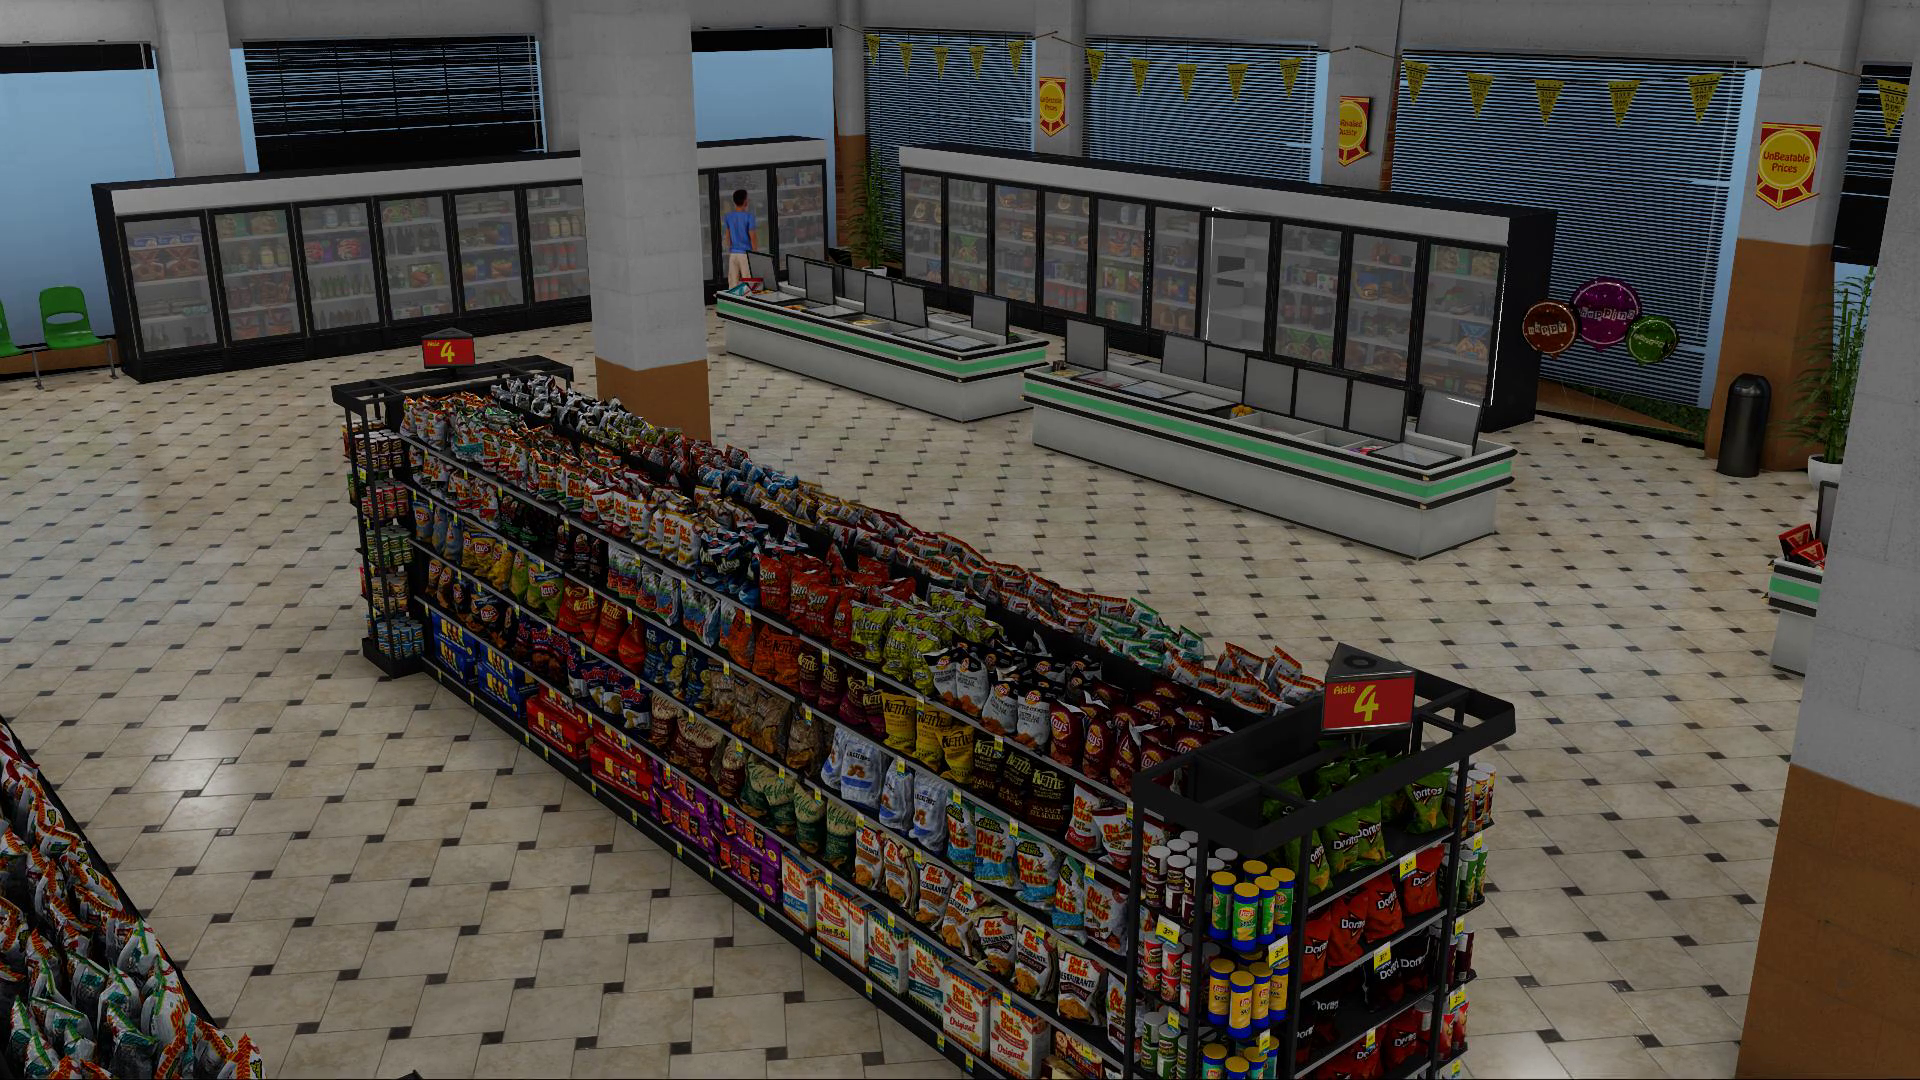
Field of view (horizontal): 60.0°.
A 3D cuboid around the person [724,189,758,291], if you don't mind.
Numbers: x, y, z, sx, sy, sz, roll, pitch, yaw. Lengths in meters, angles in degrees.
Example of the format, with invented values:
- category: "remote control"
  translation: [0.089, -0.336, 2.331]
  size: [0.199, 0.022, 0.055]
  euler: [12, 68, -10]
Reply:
- category: "person"
  translation: [-3.061, -3.984, 23.377]
  size: [0.676, 1.864, 0.794]
  euler: [7, 20, 20]
